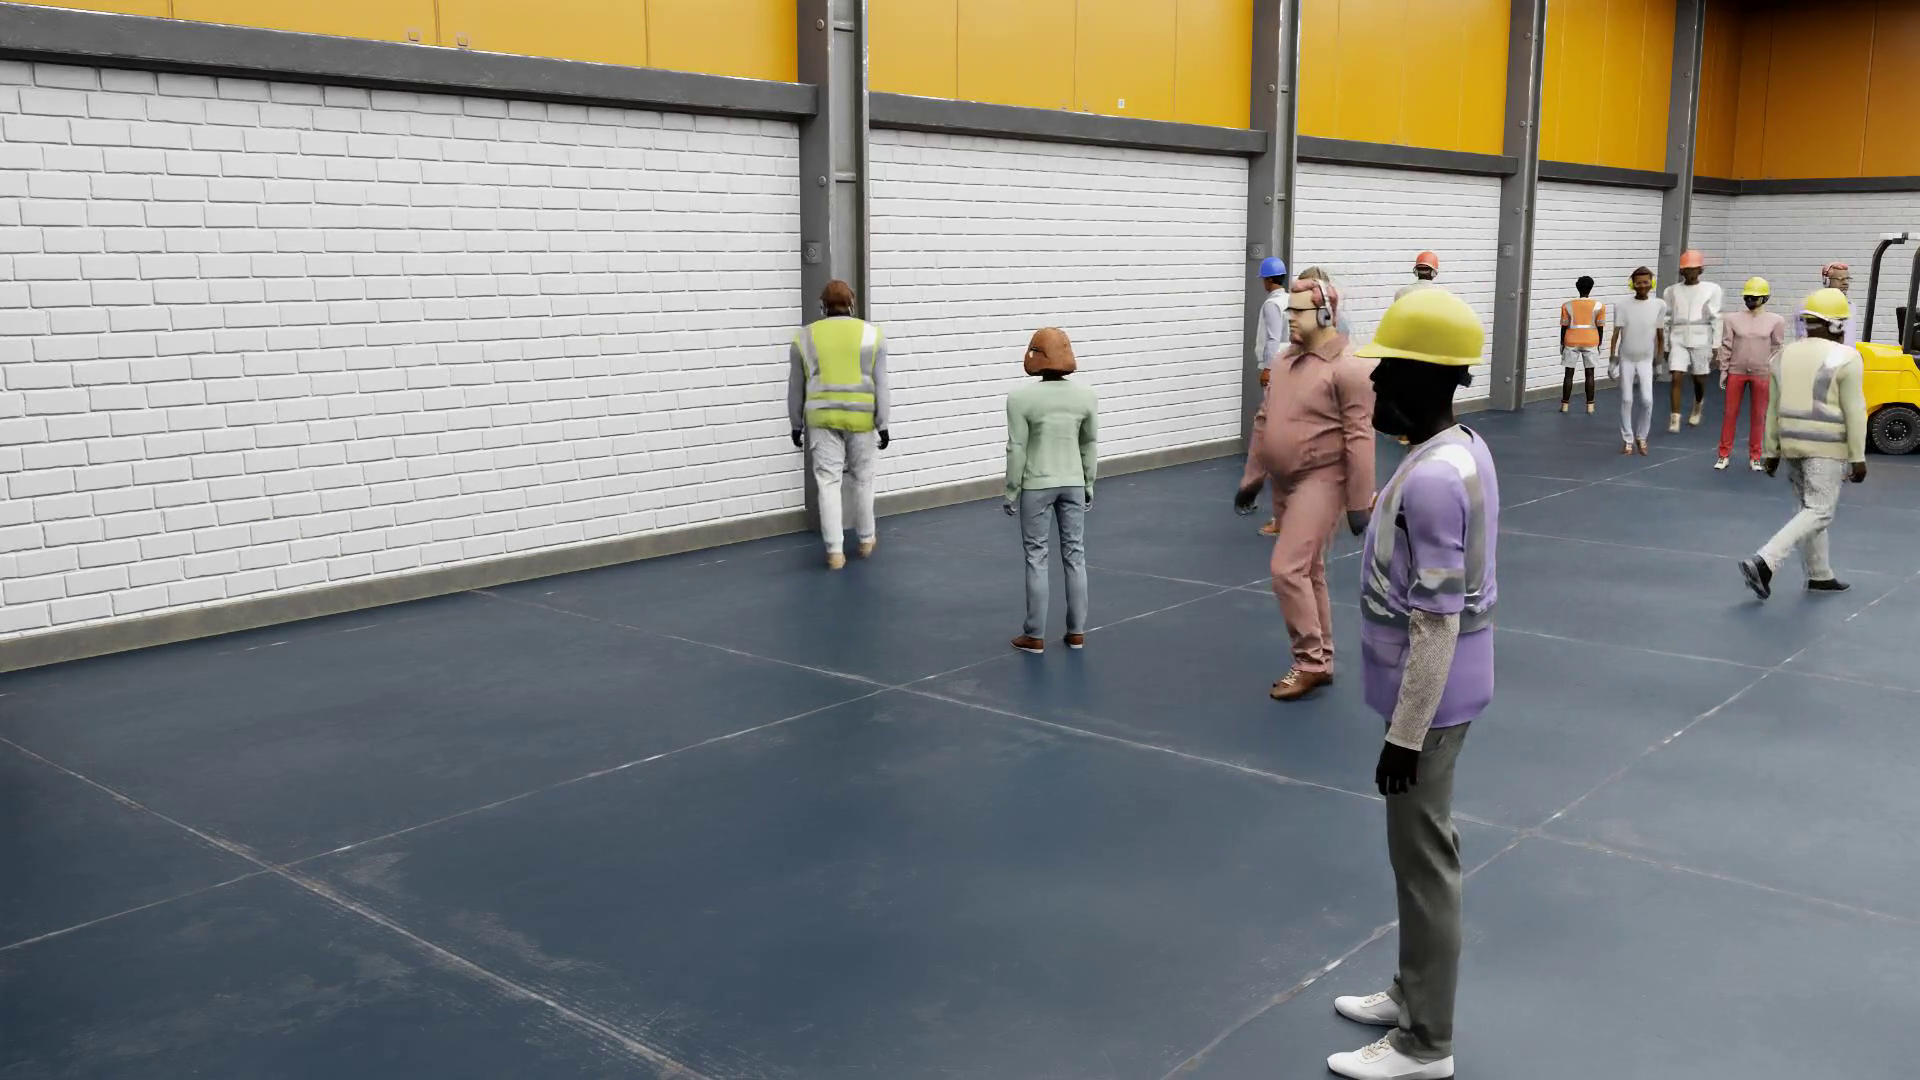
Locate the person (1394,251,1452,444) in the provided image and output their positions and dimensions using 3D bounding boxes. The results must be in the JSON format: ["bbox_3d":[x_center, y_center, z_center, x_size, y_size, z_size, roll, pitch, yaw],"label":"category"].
[{"bbox_3d":[4.765,-1.967,17.140,0.624,1.990,0.397,5,11,28],"label":"person"}]

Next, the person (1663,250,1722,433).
[{"bbox_3d":[8.108,-2.206,18.458,0.616,2.020,0.894,6,11,30],"label":"person"}]

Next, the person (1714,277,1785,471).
[{"bbox_3d":[7.207,-1.507,15.177,0.526,1.765,0.329,5,11,27],"label":"person"}]

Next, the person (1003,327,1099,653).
[{"bbox_3d":[0.455,-0.248,8.368,0.502,1.636,0.277,-4,11,-21],"label":"person"}]

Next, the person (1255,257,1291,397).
[{"bbox_3d":[2.879,-1.604,15.215,0.402,1.944,0.605,5,11,25],"label":"person"}]

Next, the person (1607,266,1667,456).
[{"bbox_3d":[6.605,-1.742,16.268,0.518,1.848,0.506,3,11,19],"label":"person"}]

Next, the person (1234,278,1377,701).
[{"bbox_3d":[1.509,-0.226,7.526,0.582,1.888,0.649,-3,10,-17],"label":"person"}]

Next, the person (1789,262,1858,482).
[{"bbox_3d":[7.473,-1.431,14.333,0.651,1.906,0.402,-5,11,-24],"label":"person"}]

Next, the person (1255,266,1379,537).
[{"bbox_3d":[2.561,-0.972,11.725,0.918,1.913,0.634,-4,11,-20],"label":"person"}]

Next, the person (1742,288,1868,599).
[{"bbox_3d":[4.870,-0.539,9.549,0.817,1.809,0.596,-3,10,-16],"label":"person"}]

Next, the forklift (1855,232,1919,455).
[{"bbox_3d":[9.955,-1.972,16.595,2.313,2.155,1.214,1,10,8],"label":"forklift"}]

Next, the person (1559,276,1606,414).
[{"bbox_3d":[7.640,-2.396,20.452,0.533,1.691,0.322,4,11,21],"label":"person"}]

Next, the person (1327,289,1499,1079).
[{"bbox_3d":[1.110,0.363,4.051,0.361,1.930,0.588,3,10,17],"label":"person"}]

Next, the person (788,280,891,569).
[{"bbox_3d":[-0.772,-0.755,10.735,0.657,1.814,0.771,0,10,-1],"label":"person"}]
